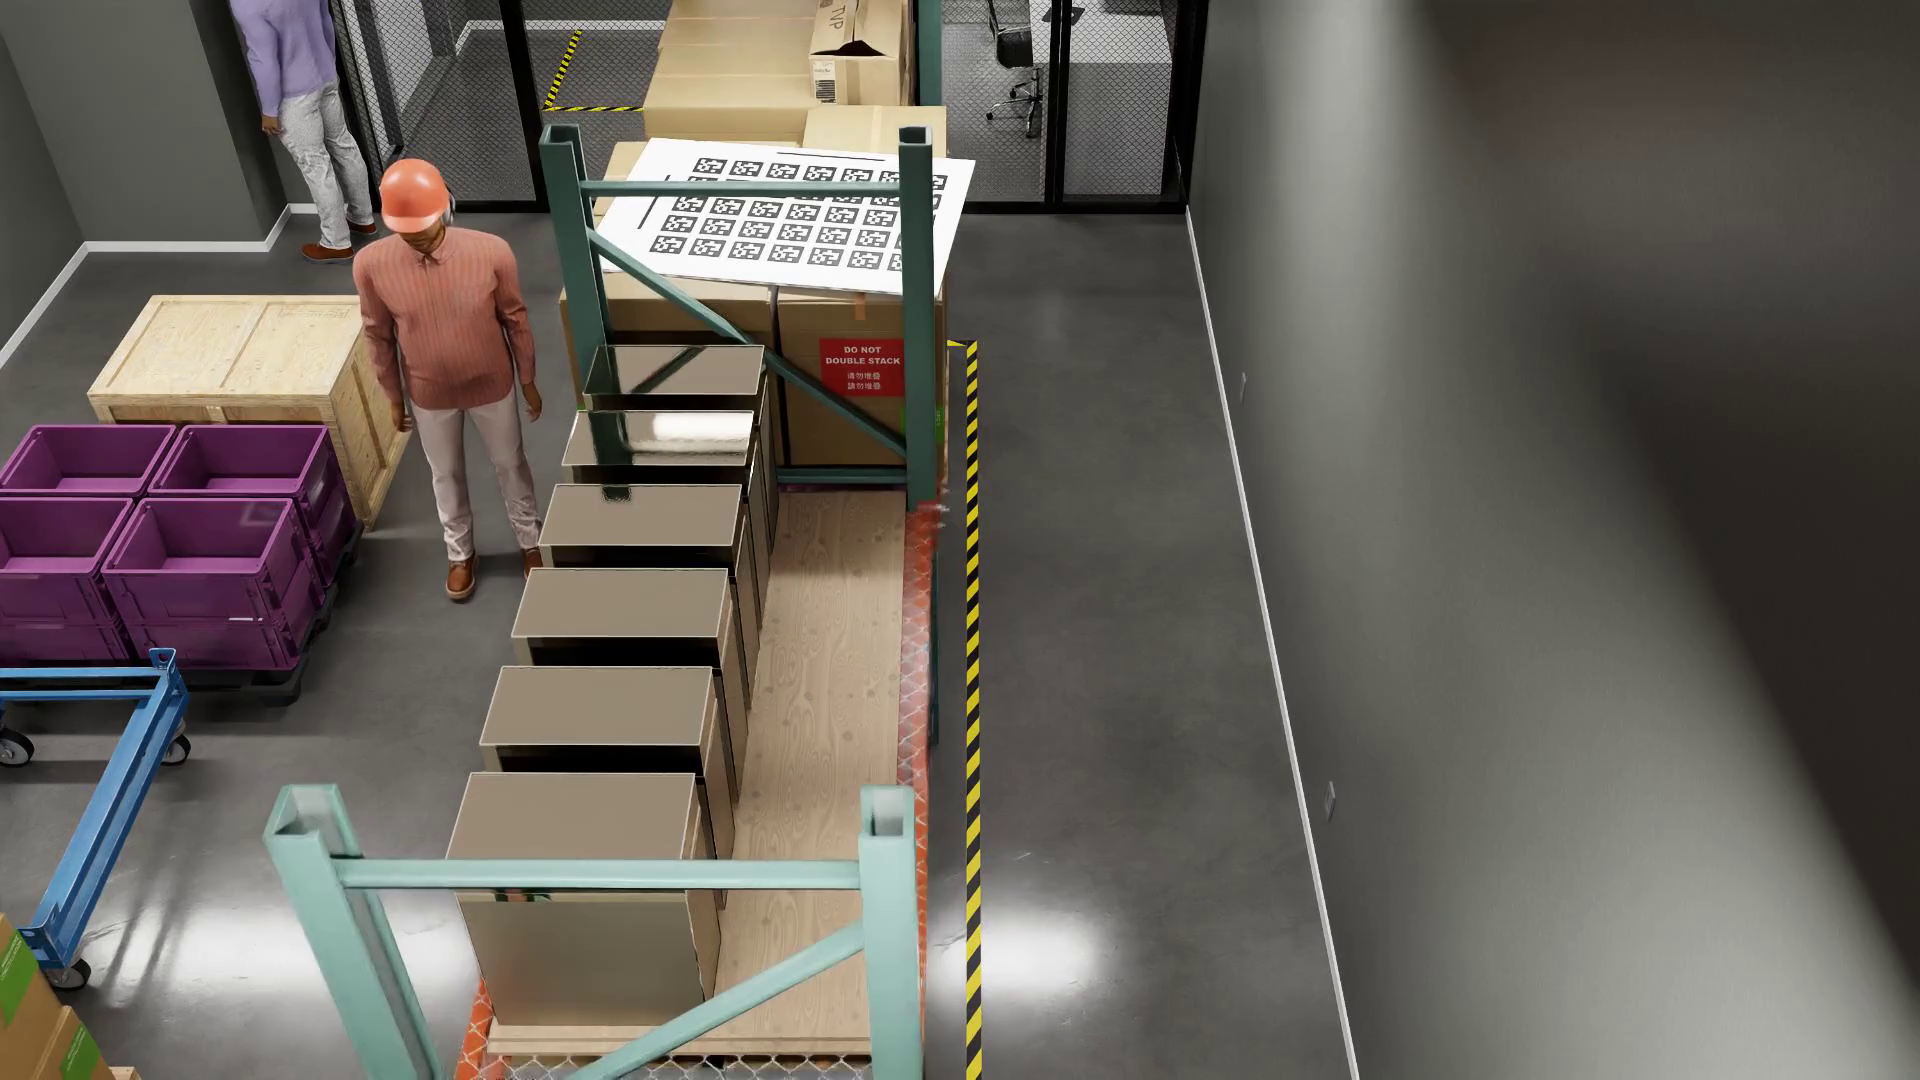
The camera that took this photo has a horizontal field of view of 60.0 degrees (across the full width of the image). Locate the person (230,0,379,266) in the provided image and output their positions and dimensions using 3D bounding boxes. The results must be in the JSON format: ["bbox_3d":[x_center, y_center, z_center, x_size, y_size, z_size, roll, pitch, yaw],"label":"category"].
[{"bbox_3d":[-3.398,-2.339,8.562,0.372,1.938,0.630,11,42,12],"label":"person"}]

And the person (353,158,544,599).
[{"bbox_3d":[-1.960,-0.603,6.535,0.614,1.990,0.401,-8,42,-9],"label":"person"}]
